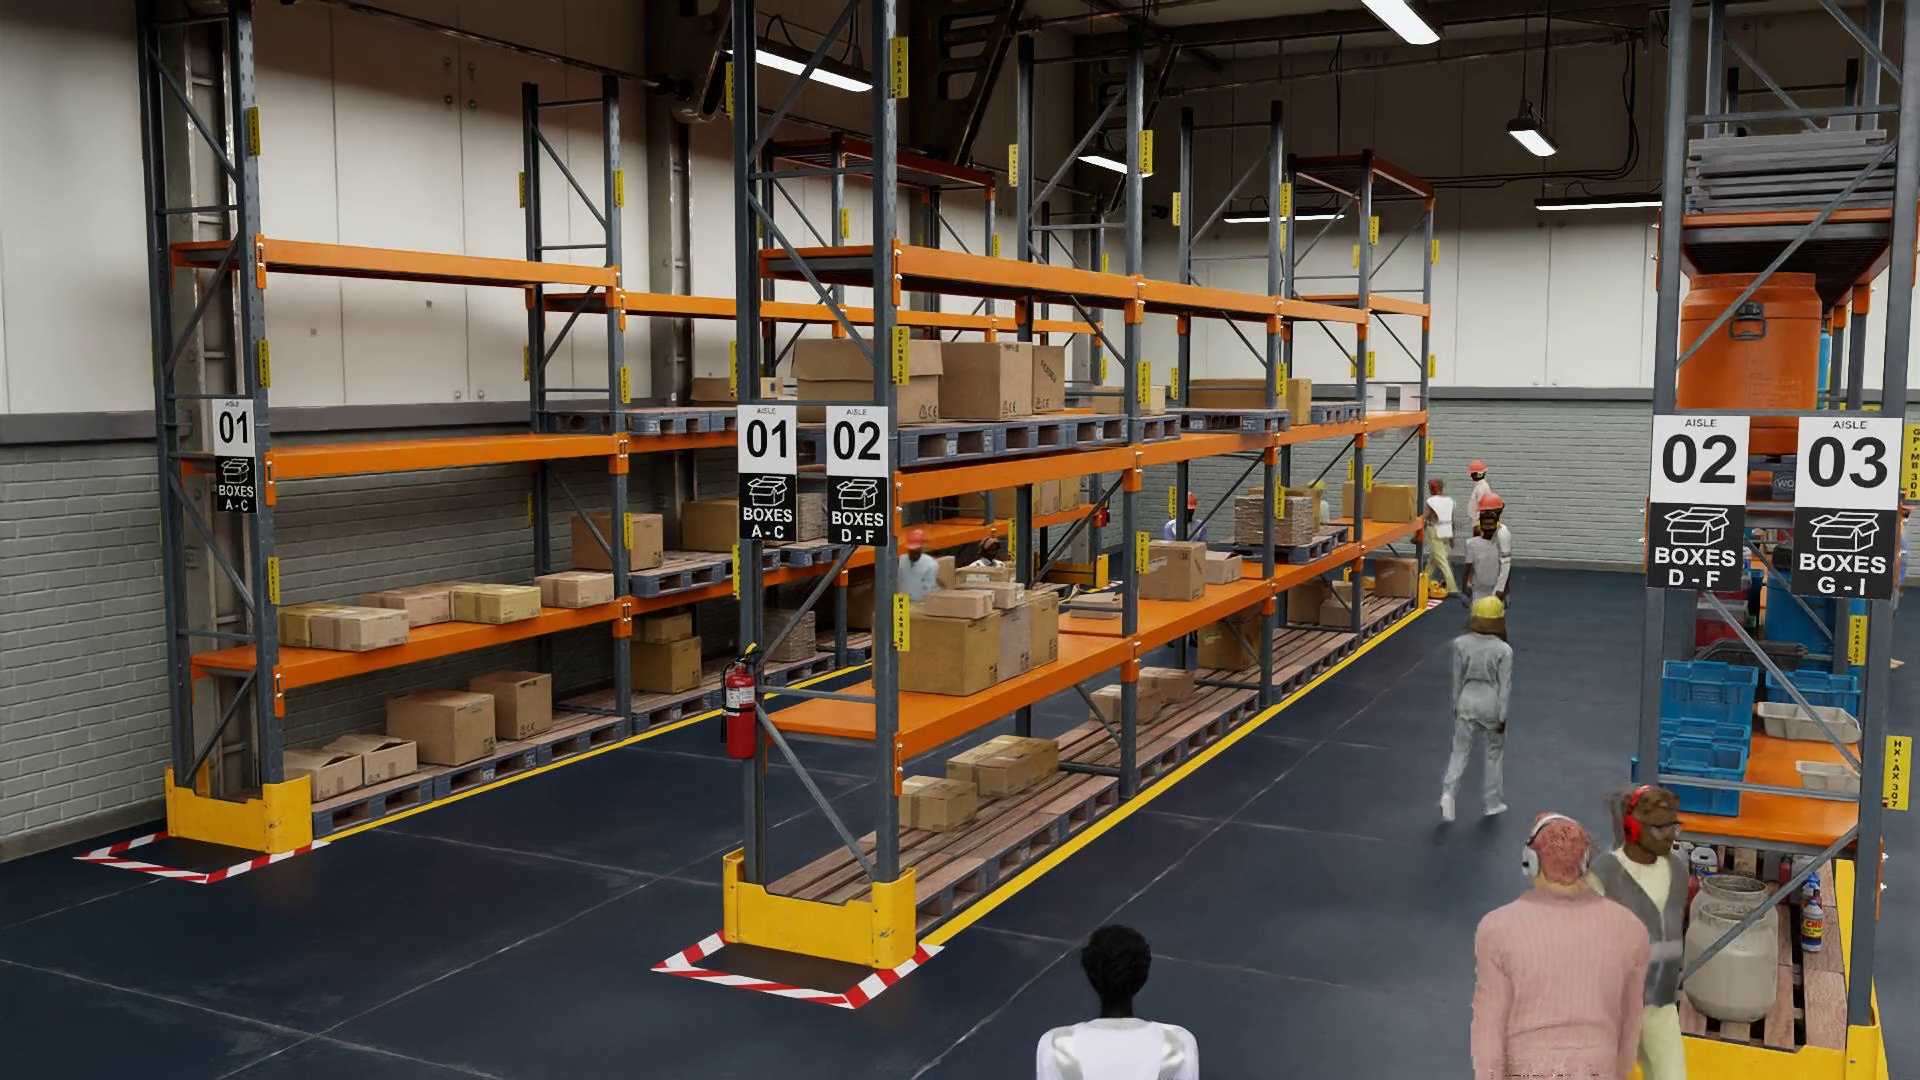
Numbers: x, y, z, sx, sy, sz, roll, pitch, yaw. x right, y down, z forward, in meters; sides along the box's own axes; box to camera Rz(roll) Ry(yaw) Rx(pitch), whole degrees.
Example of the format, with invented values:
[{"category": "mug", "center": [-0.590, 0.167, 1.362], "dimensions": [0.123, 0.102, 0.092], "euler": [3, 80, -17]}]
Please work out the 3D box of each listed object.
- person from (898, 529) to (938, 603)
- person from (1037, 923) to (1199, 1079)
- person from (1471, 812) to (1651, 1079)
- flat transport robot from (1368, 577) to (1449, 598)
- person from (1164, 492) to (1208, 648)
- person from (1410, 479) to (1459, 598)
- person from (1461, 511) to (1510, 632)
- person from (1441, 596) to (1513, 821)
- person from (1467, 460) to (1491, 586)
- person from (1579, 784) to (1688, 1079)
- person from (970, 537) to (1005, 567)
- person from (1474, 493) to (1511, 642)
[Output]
[{"category": "person", "center": [-0.474, 0.717, 18.098], "dimensions": [0.587, 1.709, 0.557], "euler": [4, 7, 32]}, {"category": "person", "center": [0.496, 2.048, 5.229], "dimensions": [0.540, 1.695, 0.317], "euler": [0, 6, -2]}, {"category": "person", "center": [2.126, 1.908, 5.943], "dimensions": [0.650, 1.870, 0.982], "euler": [0, 6, -2]}, {"category": "flat transport robot", "center": [6.633, 0.703, 25.165], "dimensions": [1.431, 0.197, 0.652], "euler": [2, 6, 20]}, {"category": "person", "center": [2.777, 0.374, 20.421], "dimensions": [0.542, 1.928, 0.400], "euler": [-1, 6, -8]}, {"category": "person", "center": [7.174, -0.036, 25.107], "dimensions": [0.564, 1.780, 1.012], "euler": [-5, 8, -41]}, {"category": "person", "center": [5.920, 0.587, 18.706], "dimensions": [0.523, 1.857, 0.354], "euler": [1, 6, 9]}, {"category": "person", "center": [3.927, 1.279, 12.615], "dimensions": [0.489, 1.717, 0.760], "euler": [5, 7, 38]}, {"category": "person", "center": [8.193, -0.264, 26.292], "dimensions": [0.383, 1.992, 0.609], "euler": [2, 6, 15]}, {"category": "person", "center": [2.665, 1.846, 6.700], "dimensions": [0.577, 1.802, 0.984], "euler": [-3, 6, -23]}, {"category": "person", "center": [0.290, 0.780, 17.852], "dimensions": [0.512, 1.638, 0.307], "euler": [-6, 8, -44]}, {"category": "person", "center": [5.987, 0.483, 18.792], "dimensions": [0.396, 2.038, 0.615], "euler": [0, 6, -2]}]
